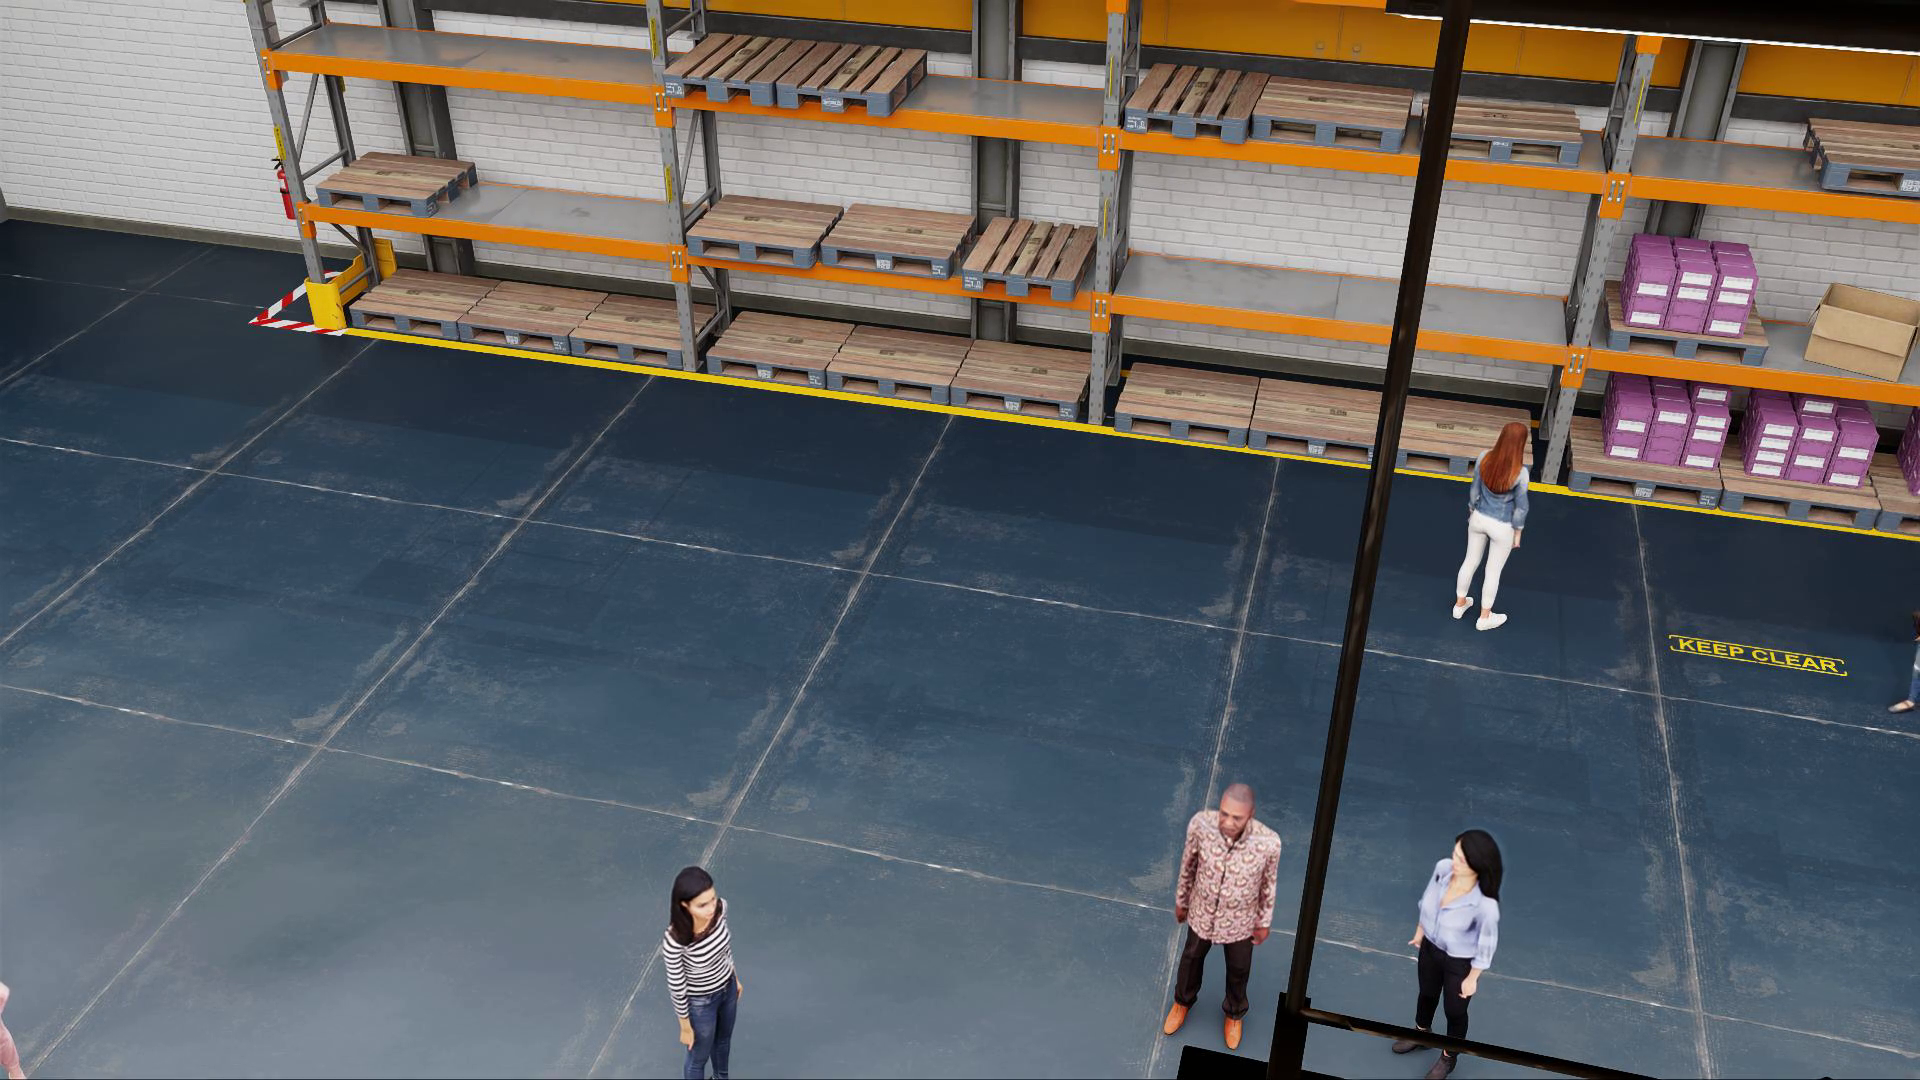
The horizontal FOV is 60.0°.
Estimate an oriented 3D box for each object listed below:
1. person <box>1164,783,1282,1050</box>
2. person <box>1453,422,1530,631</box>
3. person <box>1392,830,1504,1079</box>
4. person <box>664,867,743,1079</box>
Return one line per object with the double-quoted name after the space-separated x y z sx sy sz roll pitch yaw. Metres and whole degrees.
1.436 2.002 9.028 0.542 1.807 0.752 11 35 16 "person"
3.937 -0.112 12.306 0.751 1.701 0.644 -26 41 -33 "person"
2.597 2.202 8.785 0.774 1.743 0.731 -15 37 -22 "person"
-1.293 2.352 8.513 0.593 1.796 0.648 19 38 27 "person"
